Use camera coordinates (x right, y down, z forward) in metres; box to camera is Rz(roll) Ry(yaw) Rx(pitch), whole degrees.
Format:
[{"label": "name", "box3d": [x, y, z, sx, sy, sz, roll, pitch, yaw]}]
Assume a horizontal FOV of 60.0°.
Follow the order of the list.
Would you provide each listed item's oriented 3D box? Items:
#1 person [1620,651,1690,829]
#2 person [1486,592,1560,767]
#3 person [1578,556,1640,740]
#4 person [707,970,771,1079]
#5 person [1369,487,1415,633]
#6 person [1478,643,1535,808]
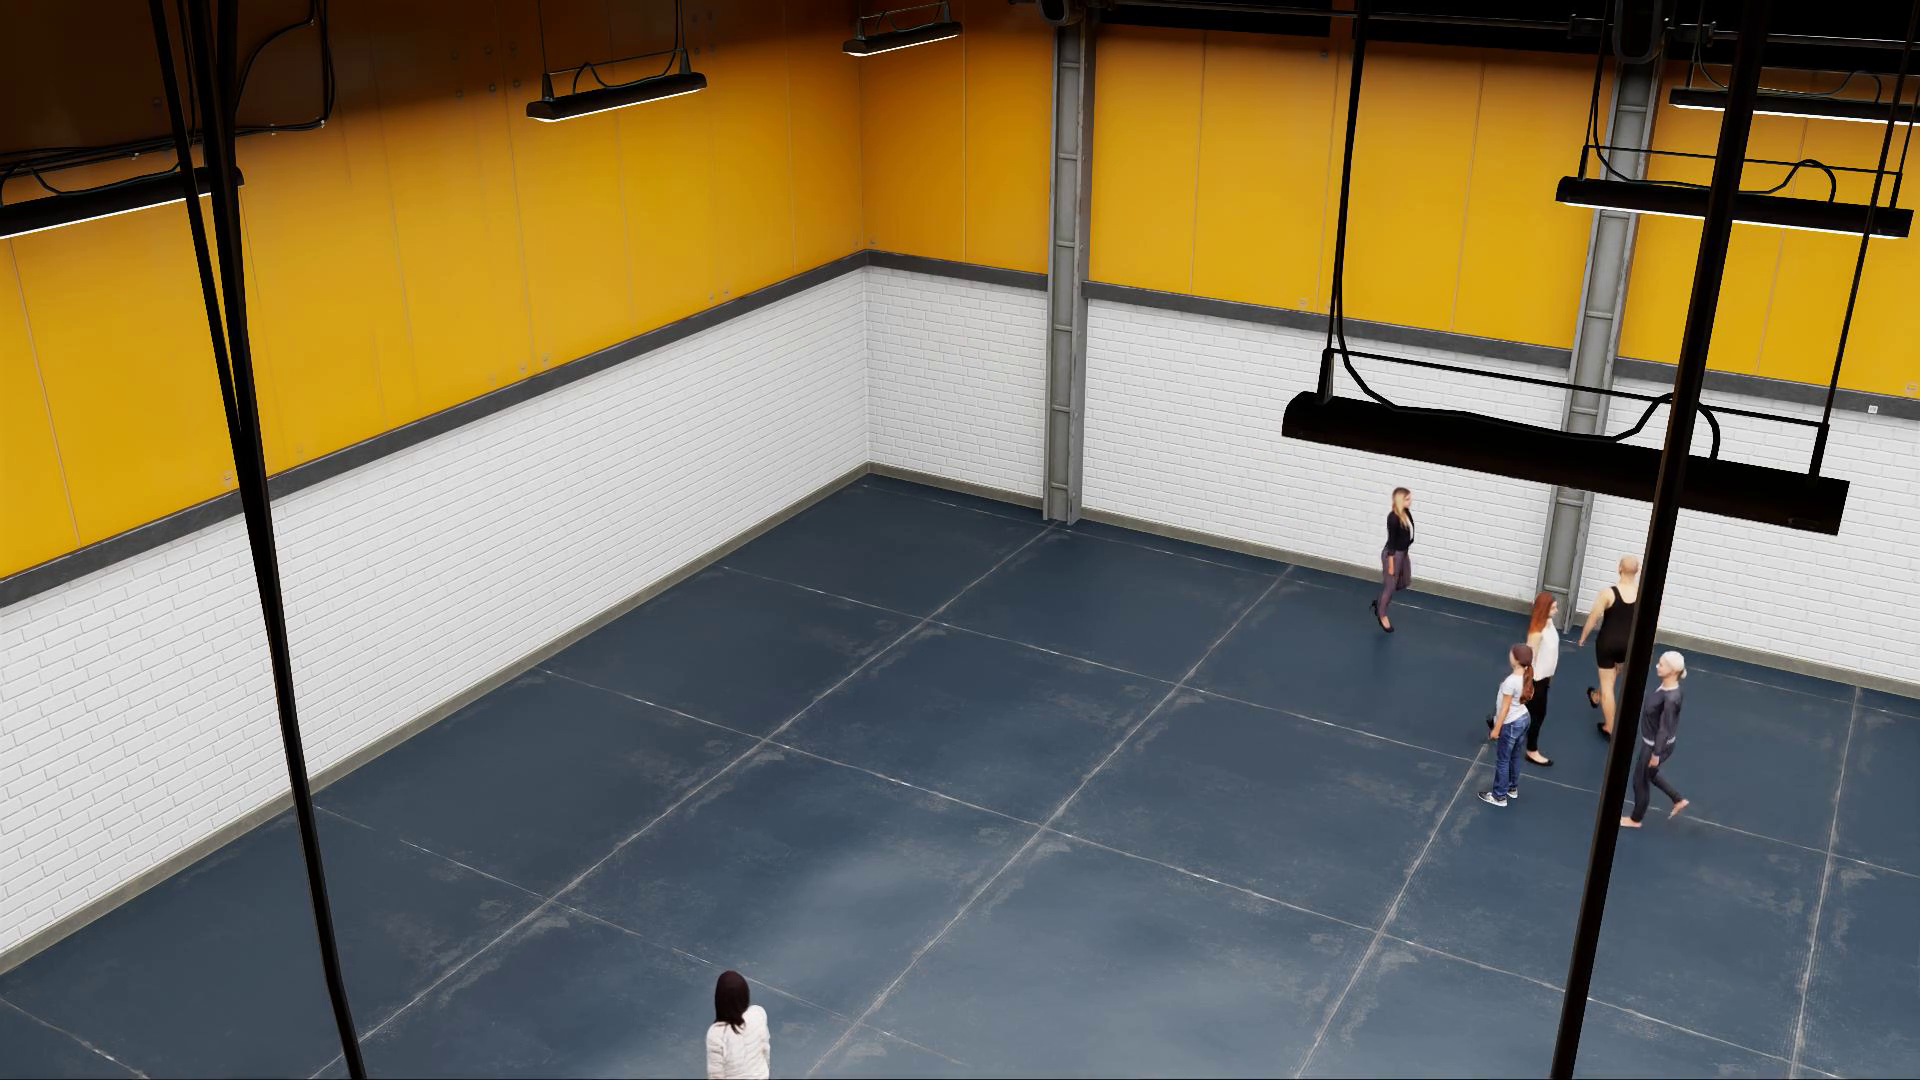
[{"label": "person", "box3d": [6.043, 1.722, 14.242, 0.851, 1.713, 0.672, 9, 25, 21]}, {"label": "person", "box3d": [5.246, 1.246, 15.339, 0.905, 1.707, 0.602, 15, 28, 30]}, {"label": "person", "box3d": [6.216, 1.042, 15.709, 1.082, 1.784, 1.068, -1, 24, -3]}, {"label": "person", "box3d": [-1.387, 3.414, 10.467, 0.684, 1.636, 0.646, -21, 31, -39]}, {"label": "person", "box3d": [4.573, 0.189, 17.812, 0.627, 1.662, 0.622, 15, 28, 30]}, {"label": "person", "box3d": [4.880, 1.605, 14.697, 0.597, 1.563, 0.609, -20, 30, -38]}]
